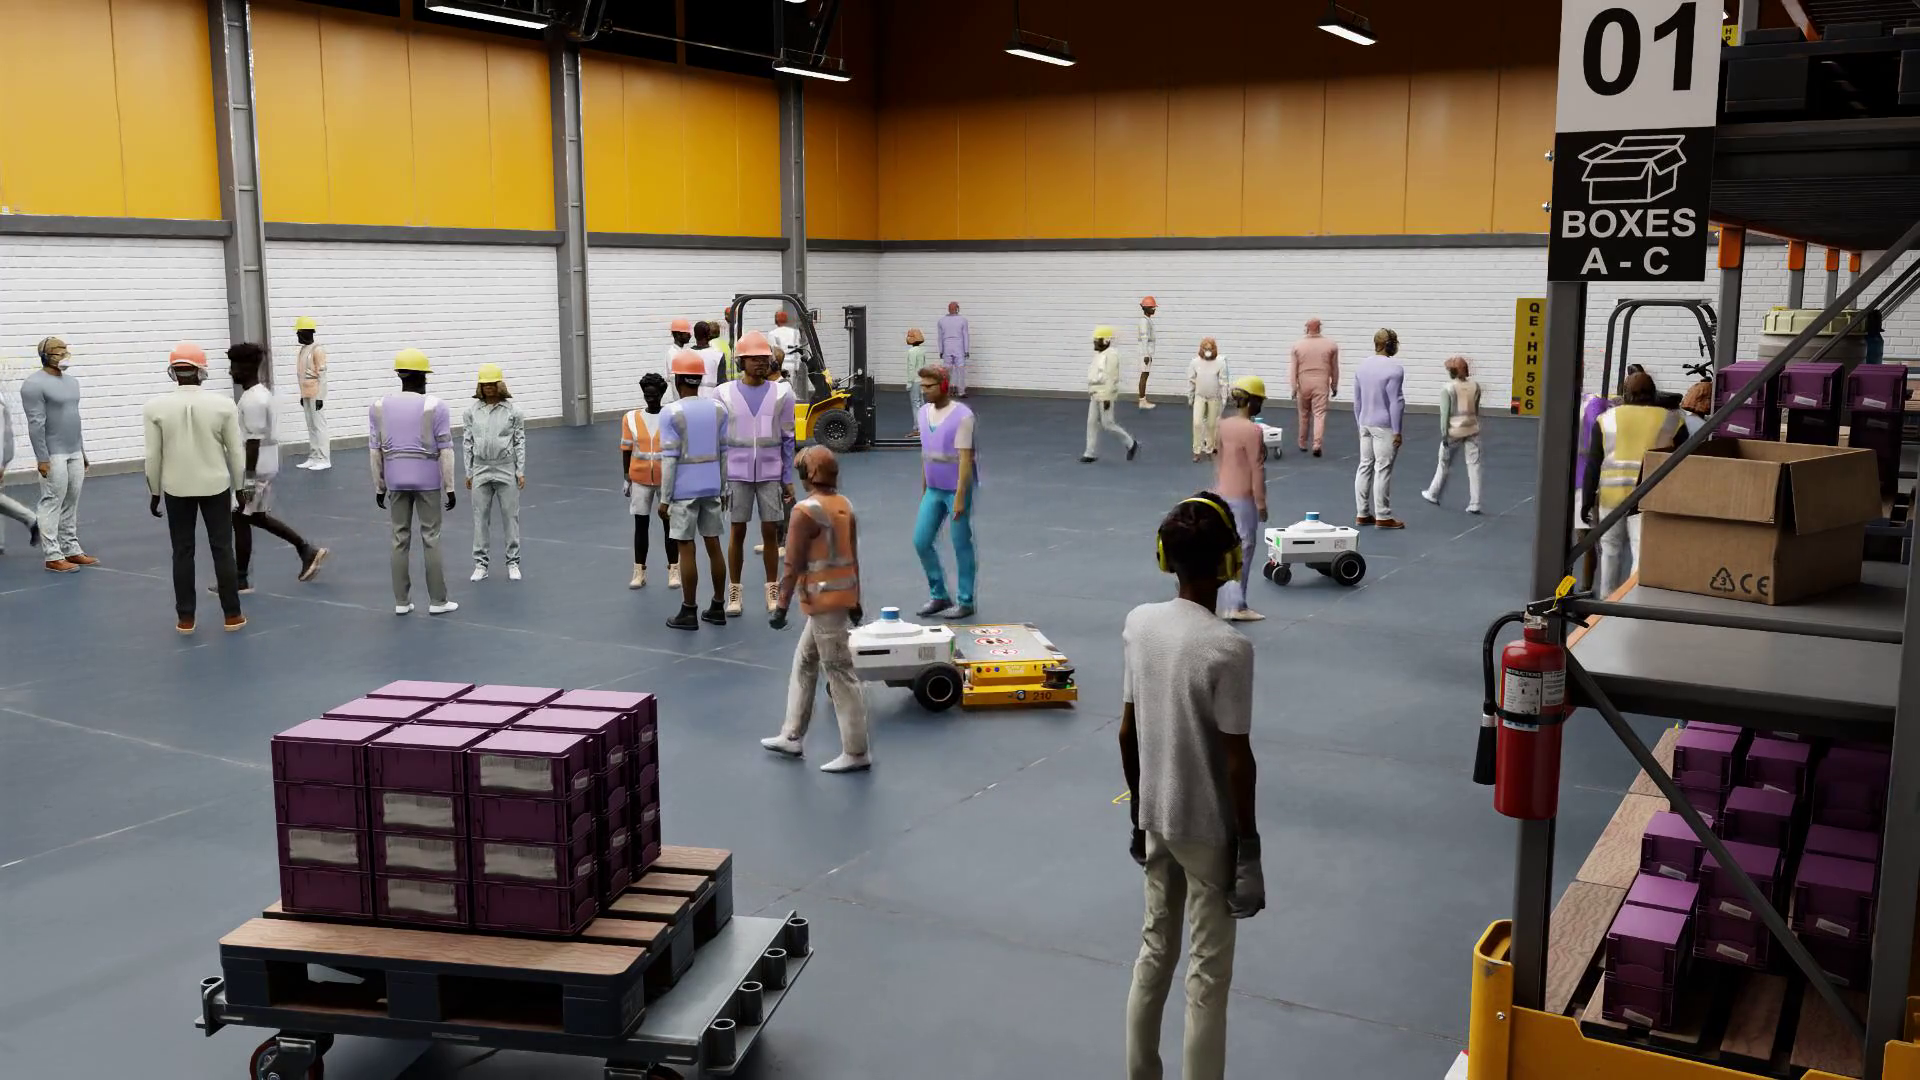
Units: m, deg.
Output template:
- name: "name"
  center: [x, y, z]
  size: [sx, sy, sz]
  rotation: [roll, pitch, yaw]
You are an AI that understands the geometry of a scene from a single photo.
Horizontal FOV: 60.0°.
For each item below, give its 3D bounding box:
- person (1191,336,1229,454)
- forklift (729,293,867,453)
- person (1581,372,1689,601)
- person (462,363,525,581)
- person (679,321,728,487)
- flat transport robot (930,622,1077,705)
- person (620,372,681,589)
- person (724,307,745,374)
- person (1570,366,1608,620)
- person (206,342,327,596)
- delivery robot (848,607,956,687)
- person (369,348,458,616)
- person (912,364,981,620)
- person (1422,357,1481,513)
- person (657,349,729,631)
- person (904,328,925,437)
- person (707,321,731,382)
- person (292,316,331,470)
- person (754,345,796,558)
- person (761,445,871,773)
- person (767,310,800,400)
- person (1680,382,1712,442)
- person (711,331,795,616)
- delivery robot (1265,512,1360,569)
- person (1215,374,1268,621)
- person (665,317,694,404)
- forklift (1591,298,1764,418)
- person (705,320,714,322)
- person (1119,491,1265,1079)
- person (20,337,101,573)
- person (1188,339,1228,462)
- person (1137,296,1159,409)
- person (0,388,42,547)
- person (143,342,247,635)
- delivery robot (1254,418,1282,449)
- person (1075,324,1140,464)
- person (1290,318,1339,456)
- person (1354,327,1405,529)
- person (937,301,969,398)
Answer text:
- name: "person"
  center: [3.361, -1.967, 22.661]
  size: [0.545, 1.600, 0.673]
  rotation: [4, 10, 22]
- name: "forklift"
  center: [-2.458, -2.344, 23.176]
  size: [2.313, 2.155, 1.214]
  rotation: [0, 9, -2]
- name: "person"
  center: [4.701, -0.264, 11.549]
  size: [0.688, 1.772, 1.026]
  rotation: [5, 10, 26]
- name: "person"
  center: [-3.724, -0.538, 13.306]
  size: [0.484, 1.744, 0.295]
  rotation: [-1, 9, -9]
- name: "person"
  center: [-2.928, -1.536, 18.994]
  size: [0.593, 1.918, 0.391]
  rotation: [2, 9, 10]
- name: "flat transport robot"
  center: [0.231, 0.719, 10.037]
  size: [0.652, 0.197, 1.431]
  rotation: [-1, 9, -9]
- name: "person"
  center: [-2.377, -0.458, 12.960]
  size: [0.532, 1.694, 0.319]
  rotation: [0, 9, -3]
- name: "person"
  center: [-3.931, -3.122, 28.987]
  size: [0.358, 1.886, 0.574]
  rotation: [-7, 11, -37]
- name: "person"
  center: [4.414, -0.392, 11.945]
  size: [0.382, 1.895, 0.665]
  rotation: [-3, 10, -17]
- name: "person"
  center: [-5.387, -0.554, 12.786]
  size: [0.802, 1.943, 0.616]
  rotation: [-3, 10, -18]
- name: "delivery robot"
  center: [-0.395, 0.626, 9.447]
  size: [0.707, 0.478, 0.477]
  rotation: [-2, 9, -12]
- name: "person"
  center: [-3.919, -0.413, 11.961]
  size: [0.592, 1.922, 0.379]
  rotation: [0, 9, 2]
- name: "person"
  center: [-0.107, -0.333, 11.770]
  size: [0.541, 1.815, 0.607]
  rotation: [-9, 13, -44]
- name: "person"
  center: [5.148, -1.093, 17.244]
  size: [0.519, 1.585, 0.899]
  rotation: [-2, 9, -14]
- name: "person"
  center: [-1.850, -0.345, 11.488]
  size: [0.542, 1.939, 0.364]
  rotation: [-8, 12, -42]
- name: "person"
  center: [-0.673, -2.360, 25.022]
  size: [0.282, 1.633, 0.500]
  rotation: [3, 10, 19]
- name: "person"
  center: [-3.399, -2.019, 22.317]
  size: [0.753, 1.816, 0.642]
  rotation: [4, 10, 22]
- name: "person"
  center: [-8.131, -1.839, 20.850]
  size: [0.369, 1.928, 0.585]
  rotation: [-9, 12, -43]
- name: "person"
  center: [-1.591, -0.764, 14.401]
  size: [0.327, 1.843, 0.516]
  rotation: [-5, 10, -27]
- name: "person"
  center: [-0.740, 0.333, 8.274]
  size: [0.724, 1.607, 0.484]
  rotation: [2, 9, 13]
- name: "person"
  center: [-2.864, -2.804, 27.043]
  size: [0.595, 1.872, 0.519]
  rotation: [-6, 11, -32]
- name: "person"
  center: [5.628, -0.394, 12.742]
  size: [0.278, 1.634, 0.498]
  rotation: [1, 9, 4]
- name: "person"
  center: [-1.476, -0.471, 11.938]
  size: [0.608, 2.048, 0.365]
  rotation: [-2, 9, -11]
- name: "delivery robot"
  center: [2.797, 0.020, 13.229]
  size: [0.707, 0.478, 0.477]
  rotation: [-1, 9, -7]
- name: "person"
  center: [1.970, -0.295, 11.773]
  size: [0.472, 1.746, 0.553]
  rotation: [-3, 10, -17]
- name: "person"
  center: [-3.358, -1.716, 20.061]
  size: [0.378, 1.932, 0.551]
  rotation: [0, 9, -2]
- name: "forklift"
  center: [7.954, -1.589, 18.462]
  size: [2.313, 2.155, 1.214]
  rotation: [5, 11, 30]
- name: "person"
  center: [-3.810, -2.446, 25.171]
  size: [0.328, 1.759, 0.524]
  rotation: [-5, 11, -30]
- name: "person"
  center: [0.647, 0.800, 4.558]
  size: [0.326, 1.872, 0.518]
  rotation: [-6, 11, -35]
- name: "person"
  center: [-7.428, -0.704, 13.734]
  size: [0.372, 1.940, 0.632]
  rotation: [0, 9, 3]
- name: "person"
  center: [3.210, -1.797, 21.573]
  size: [0.514, 1.604, 0.726]
  rotation: [2, 9, 11]
- name: "person"
  center: [3.412, -3.402, 30.249]
  size: [0.370, 2.044, 0.608]
  rotation: [1, 9, 9]
- name: "person"
  center: [-8.253, -0.724, 14.268]
  size: [0.608, 1.807, 0.602]
  rotation: [-5, 11, -30]
- name: "person"
  center: [-5.215, -0.353, 11.373]
  size: [0.621, 1.989, 0.398]
  rotation: [-4, 10, -22]
- name: "delivery robot"
  center: [3.903, -1.354, 21.807]
  size: [0.707, 0.478, 0.477]
  rotation: [-9, 13, -44]
- name: "person"
  center: [1.898, -1.869, 21.406]
  size: [0.760, 1.814, 0.596]
  rotation: [-3, 10, -19]
- name: "person"
  center: [4.794, -2.074, 22.534]
  size: [0.644, 1.865, 0.967]
  rotation: [2, 9, 14]
- name: "person"
  center: [4.044, -1.074, 16.040]
  size: [0.377, 1.940, 0.629]
  rotation: [-4, 10, -25]
- name: "person"
  center: [-0.110, -3.740, 32.777]
  size: [0.636, 1.911, 0.406]
  rotation: [3, 10, 17]
